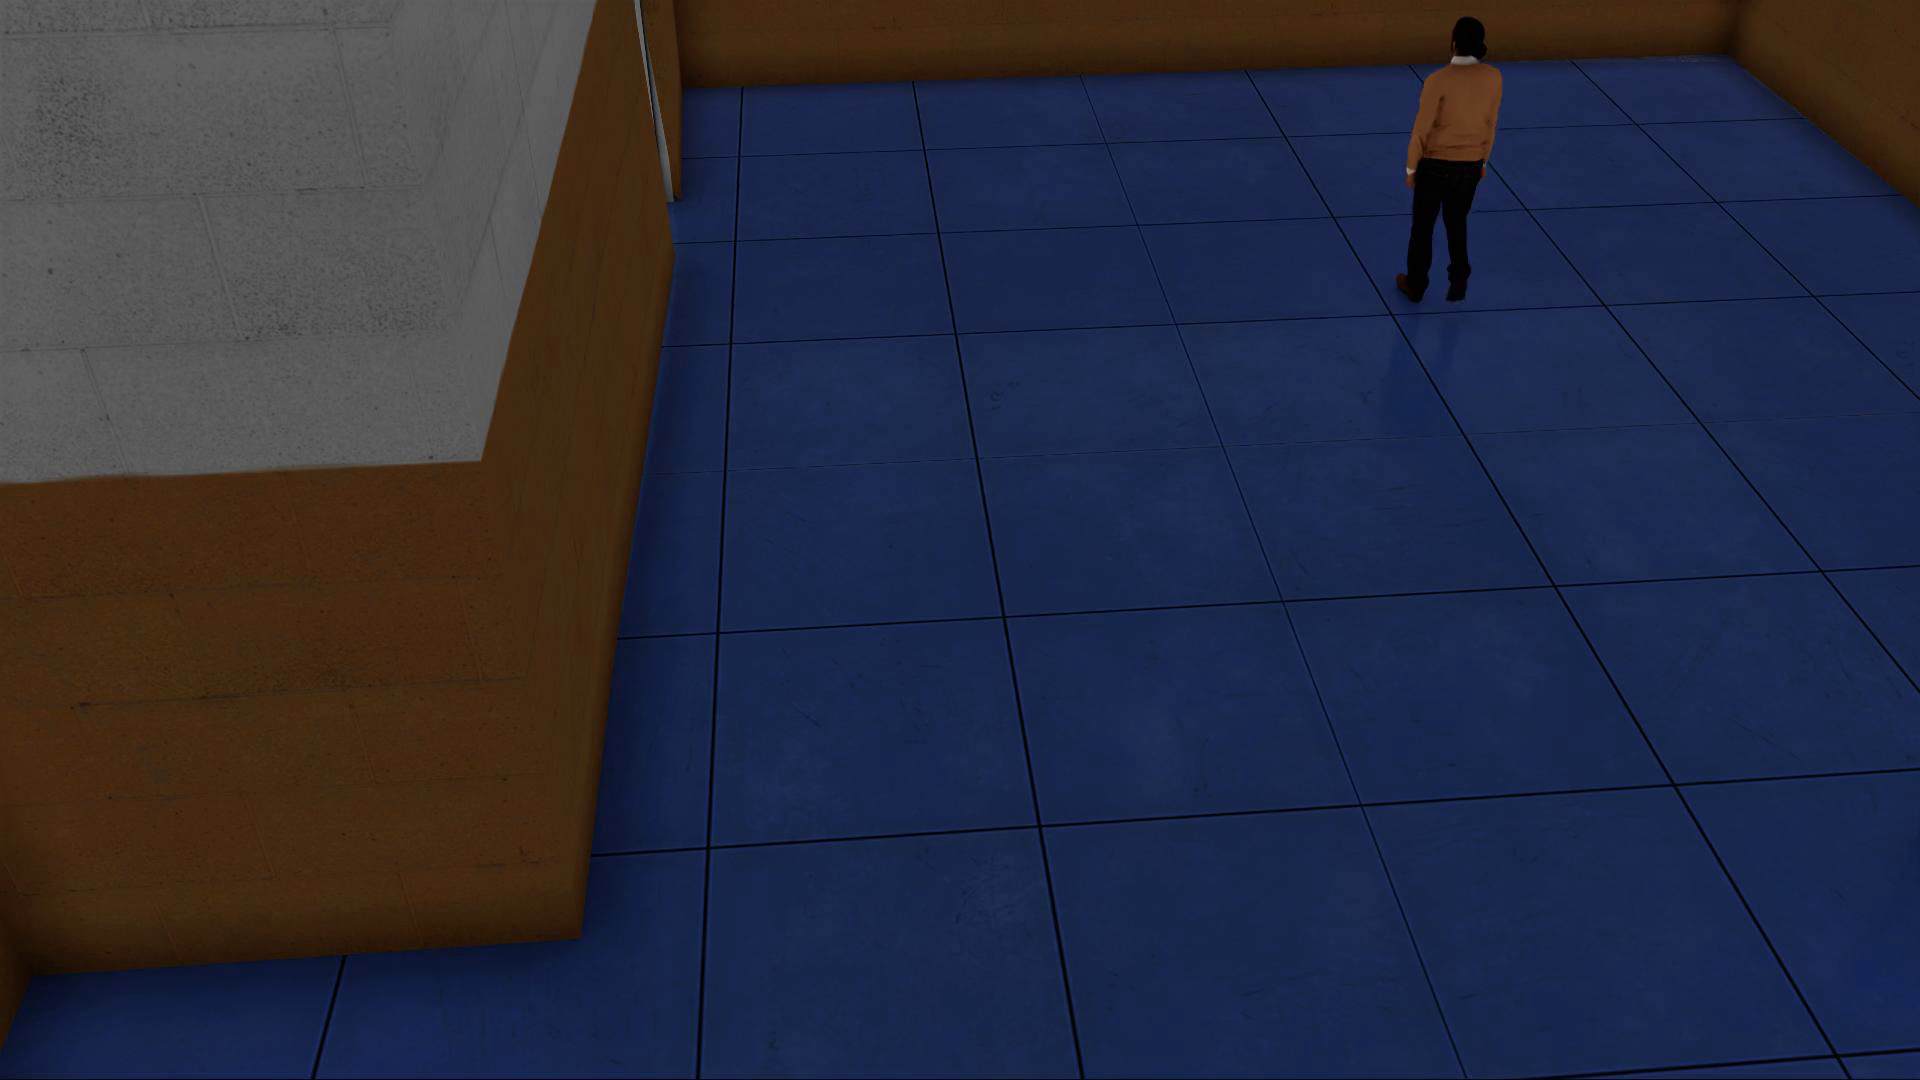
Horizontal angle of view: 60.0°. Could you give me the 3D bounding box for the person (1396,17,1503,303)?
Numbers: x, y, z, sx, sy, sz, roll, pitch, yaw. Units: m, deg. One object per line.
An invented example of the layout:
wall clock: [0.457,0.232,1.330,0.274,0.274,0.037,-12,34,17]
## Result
person: [2.874,-2.138,9.666,0.799,1.745,0.757,-6,37,-8]
